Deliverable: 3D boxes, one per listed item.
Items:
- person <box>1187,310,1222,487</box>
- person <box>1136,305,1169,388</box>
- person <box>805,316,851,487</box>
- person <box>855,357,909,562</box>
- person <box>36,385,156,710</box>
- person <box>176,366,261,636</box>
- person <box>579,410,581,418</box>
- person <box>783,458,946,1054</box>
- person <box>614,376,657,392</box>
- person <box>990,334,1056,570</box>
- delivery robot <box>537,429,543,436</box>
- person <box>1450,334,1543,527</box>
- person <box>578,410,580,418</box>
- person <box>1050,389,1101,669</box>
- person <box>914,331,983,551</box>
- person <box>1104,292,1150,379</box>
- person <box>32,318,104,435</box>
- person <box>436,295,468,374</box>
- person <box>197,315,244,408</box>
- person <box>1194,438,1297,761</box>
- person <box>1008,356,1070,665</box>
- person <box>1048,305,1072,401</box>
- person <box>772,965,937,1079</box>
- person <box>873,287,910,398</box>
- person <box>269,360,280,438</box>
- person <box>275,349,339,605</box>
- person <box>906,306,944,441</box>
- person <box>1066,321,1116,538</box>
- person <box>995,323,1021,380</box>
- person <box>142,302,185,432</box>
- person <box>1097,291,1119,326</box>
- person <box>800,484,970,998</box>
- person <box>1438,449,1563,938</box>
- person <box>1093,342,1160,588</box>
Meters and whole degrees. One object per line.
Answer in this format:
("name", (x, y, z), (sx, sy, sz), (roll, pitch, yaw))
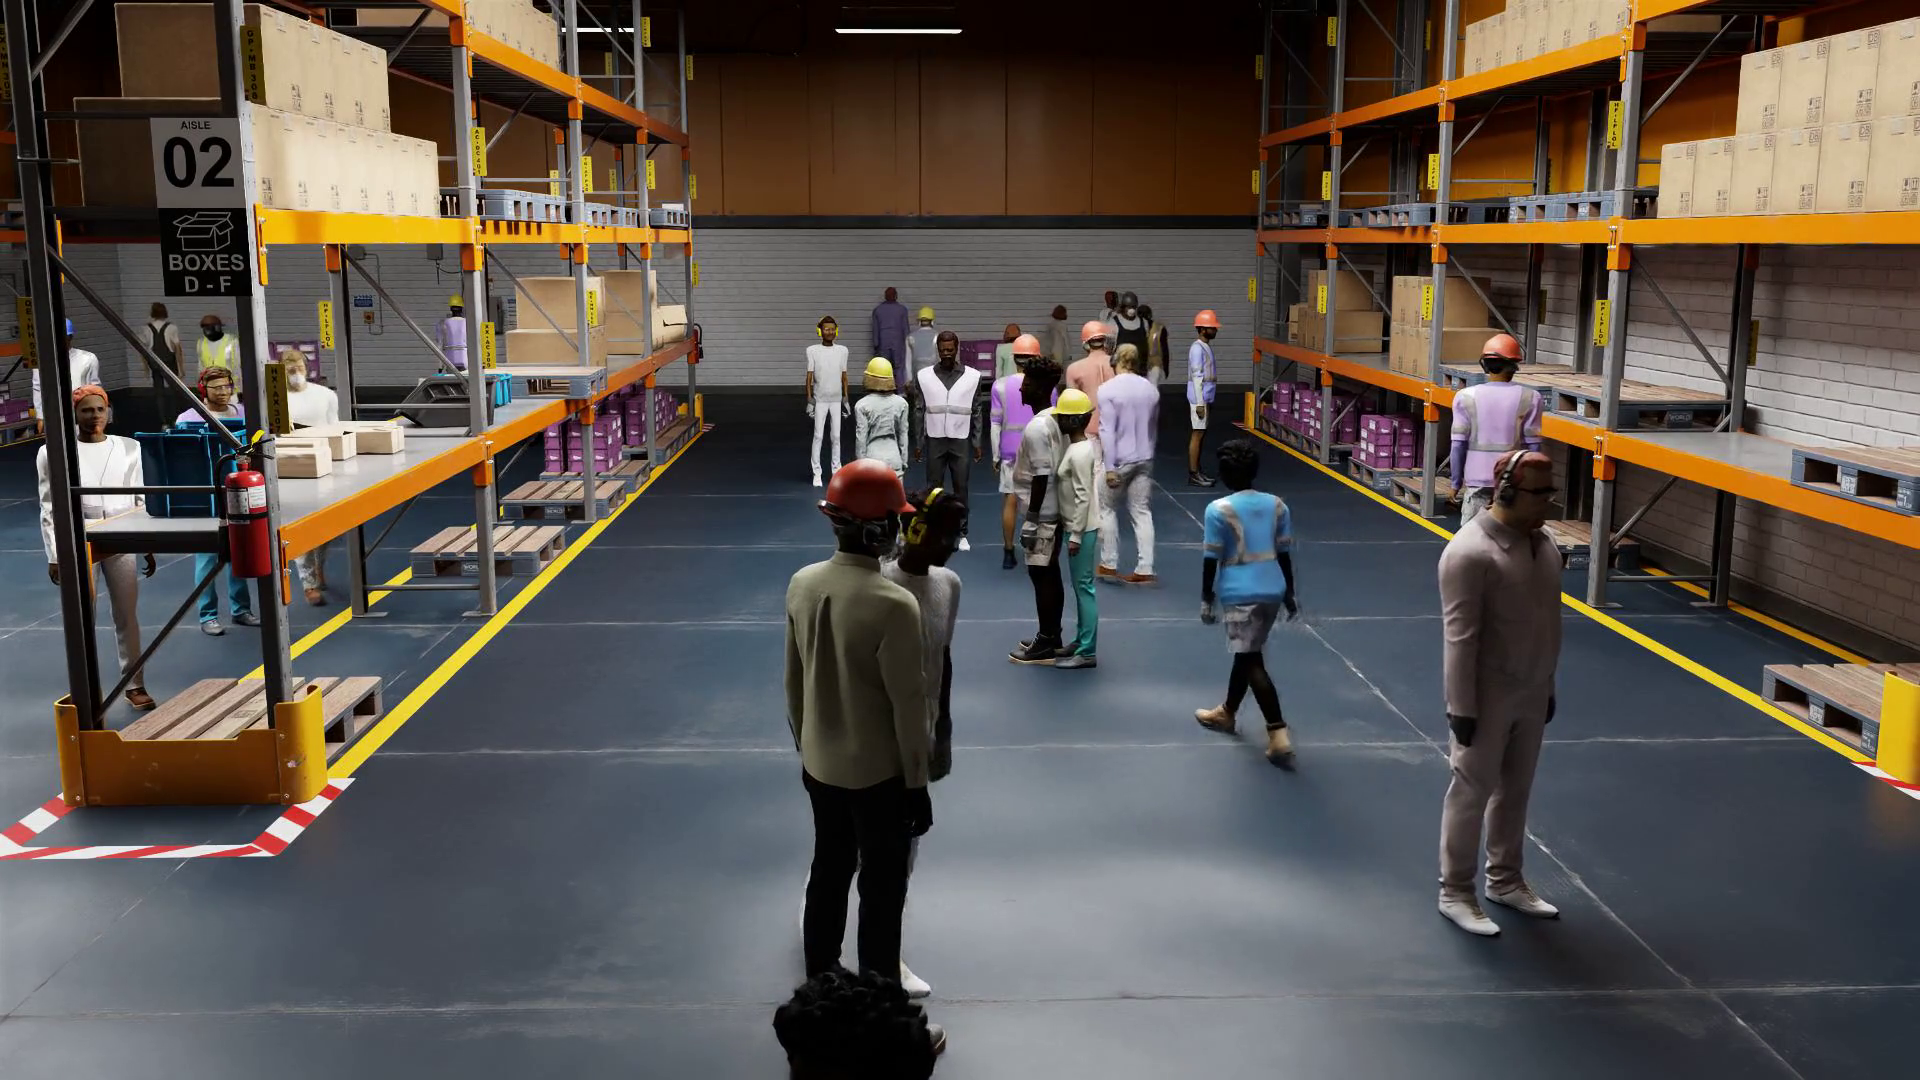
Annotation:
("person", (2.683, -1.553, 18.286), (0.360, 1.938, 0.546), (3, 11, 16))
("person", (2.715, -2.519, 24.132), (0.642, 1.787, 0.986), (5, 11, 25))
("person", (-1.445, -1.520, 18.282), (0.514, 1.876, 0.328), (-4, 11, -24))
("person", (-0.653, -0.625, 13.650), (0.492, 1.745, 0.293), (-6, 12, -30))
("person", (-4.877, 0.062, 9.440), (0.575, 1.885, 0.355), (-8, 13, -39))
("person", (-5.092, -0.282, 11.459), (0.373, 1.843, 0.569), (6, 12, 32))
("person", (-6.021, -2.669, 24.651), (0.928, 1.889, 0.585), (-2, 10, -8))
("person", (-0.313, 0.724, 5.438), (0.383, 1.993, 0.622), (-10, 14, -44))
("person", (-4.837, -2.687, 24.905), (1.083, 1.844, 0.616), (3, 10, 14))
("person", (0.531, -0.717, 13.635), (0.551, 1.932, 0.378), (2, 10, 13))
("delivery robot", (-5.631, -1.577, 22.008), (0.707, 0.478, 0.477), (-9, 13, -41))
("person", (3.752, -0.422, 11.699), (0.609, 2.040, 0.395), (4, 11, 19))
("person", (-5.658, -2.518, 23.943), (0.590, 1.837, 0.404), (-7, 12, -35))
("person", (0.724, -0.068, 10.492), (0.328, 1.769, 0.526), (1, 10, 3))
("person", (-0.103, -0.858, 14.468), (0.600, 1.917, 0.376), (0, 10, 0))
("person", (2.334, -2.445, 22.967), (0.705, 2.000, 1.013), (-3, 10, -14))
("person", (-8.824, -1.235, 16.486), (0.614, 1.945, 0.406), (-5, 11, -26))
("person", (-7.163, -2.535, 23.786), (0.595, 1.925, 0.375), (-2, 10, -14))
("person", (-8.903, -1.808, 20.117), (0.639, 1.806, 0.650), (1, 10, 5))
("person", (1.551, 0.303, 8.745), (0.567, 1.651, 0.884), (-6, 12, -32))
("person", (0.516, -0.190, 10.608), (0.361, 1.965, 0.613), (3, 11, 16))
("person", (1.712, -3.151, 28.097), (0.491, 1.619, 0.503), (-5, 11, -24))
("person", (-0.144, 1.415, 2.415), (0.540, 1.697, 0.317), (2, 10, 13))
("person", (-1.173, -3.389, 28.618), (0.683, 1.903, 0.402), (2, 10, 11))
("person", (-6.185, -0.818, 15.042), (0.554, 1.623, 0.393), (5, 11, 24))
("person", (-4.910, -0.479, 12.507), (0.674, 1.889, 0.879), (-8, 13, -38))
("person", (-0.431, -2.226, 22.361), (0.622, 1.817, 0.430), (3, 11, 14))
("person", (1.264, -1.035, 15.353), (0.628, 1.947, 0.890), (-1, 10, -8))
("person", (0.703, -2.011, 21.727), (0.492, 1.624, 0.310), (-2, 10, -9))
("person", (-11.344, -2.476, 23.758), (0.548, 1.814, 0.837), (-2, 10, -14))
("person", (2.444, -3.099, 27.054), (0.350, 1.882, 0.583), (-5, 11, -26))
("person", (-0.284, 0.696, 6.037), (0.591, 1.832, 0.602), (-9, 14, -41))
("person", (2.128, 0.588, 6.484), (0.646, 1.897, 0.398), (-8, 13, -37))
("person", (1.314, -0.590, 13.038), (0.649, 1.891, 0.724), (-6, 12, -31))
